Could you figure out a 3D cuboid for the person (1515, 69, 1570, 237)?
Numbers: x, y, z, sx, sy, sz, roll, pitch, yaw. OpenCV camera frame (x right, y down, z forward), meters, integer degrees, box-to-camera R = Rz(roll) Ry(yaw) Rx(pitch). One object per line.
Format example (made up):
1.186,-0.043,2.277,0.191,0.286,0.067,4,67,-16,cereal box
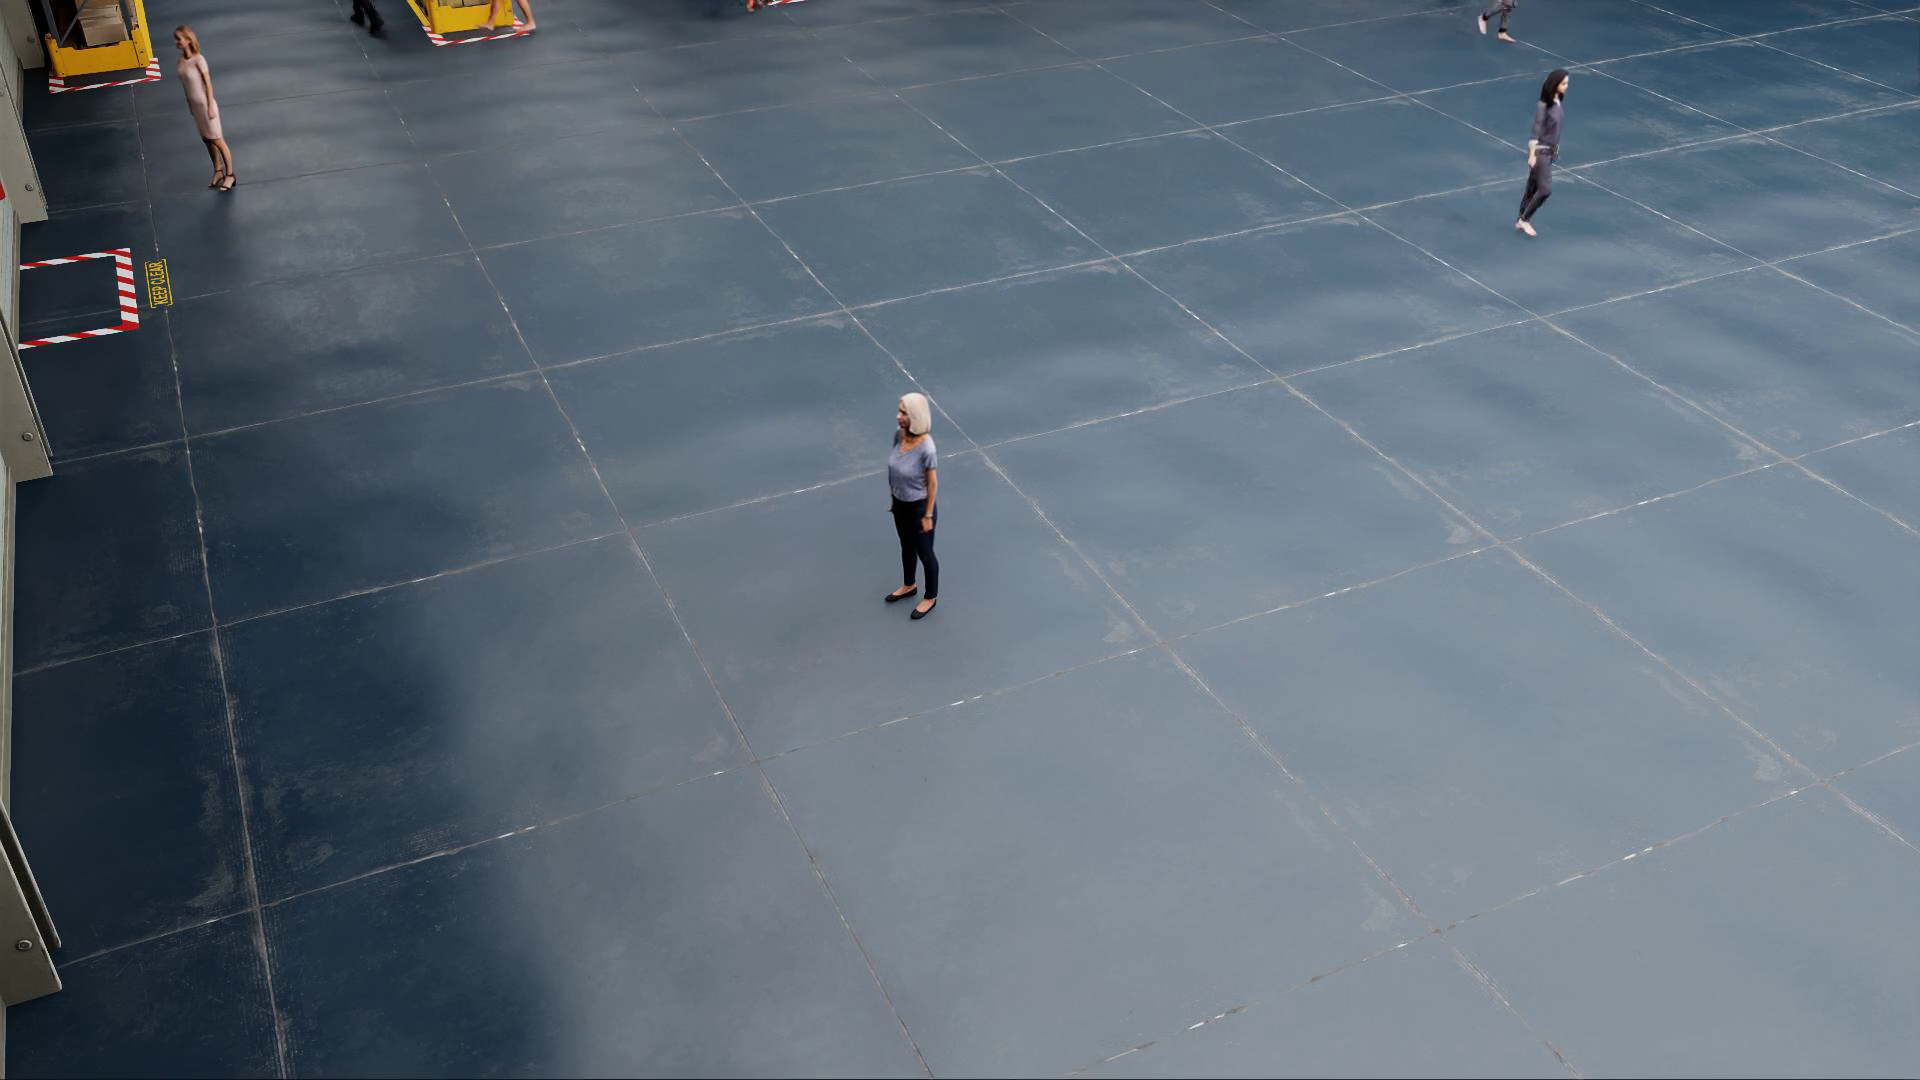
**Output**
5.988,-4.055,17.363,0.738,1.753,0.717,26,41,34,person

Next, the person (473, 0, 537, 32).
-6.360,-8.082,23.514,0.693,1.798,1.001,-16,36,-23,person

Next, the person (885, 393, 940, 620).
-0.313,-0.255,11.548,0.680,1.722,0.524,-24,40,-32,person

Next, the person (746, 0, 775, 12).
-3.101,-8.711,24.445,0.799,1.839,0.731,-19,38,-27,person

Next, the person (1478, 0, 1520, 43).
7.631,-7.929,23.252,0.823,1.828,0.897,-27,42,-35,person

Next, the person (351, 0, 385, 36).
-8.534,-8.119,23.557,1.305,1.813,1.008,25,40,33,person

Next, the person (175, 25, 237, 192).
-8.357,-4.780,18.408,0.591,1.829,0.699,21,39,29,person
